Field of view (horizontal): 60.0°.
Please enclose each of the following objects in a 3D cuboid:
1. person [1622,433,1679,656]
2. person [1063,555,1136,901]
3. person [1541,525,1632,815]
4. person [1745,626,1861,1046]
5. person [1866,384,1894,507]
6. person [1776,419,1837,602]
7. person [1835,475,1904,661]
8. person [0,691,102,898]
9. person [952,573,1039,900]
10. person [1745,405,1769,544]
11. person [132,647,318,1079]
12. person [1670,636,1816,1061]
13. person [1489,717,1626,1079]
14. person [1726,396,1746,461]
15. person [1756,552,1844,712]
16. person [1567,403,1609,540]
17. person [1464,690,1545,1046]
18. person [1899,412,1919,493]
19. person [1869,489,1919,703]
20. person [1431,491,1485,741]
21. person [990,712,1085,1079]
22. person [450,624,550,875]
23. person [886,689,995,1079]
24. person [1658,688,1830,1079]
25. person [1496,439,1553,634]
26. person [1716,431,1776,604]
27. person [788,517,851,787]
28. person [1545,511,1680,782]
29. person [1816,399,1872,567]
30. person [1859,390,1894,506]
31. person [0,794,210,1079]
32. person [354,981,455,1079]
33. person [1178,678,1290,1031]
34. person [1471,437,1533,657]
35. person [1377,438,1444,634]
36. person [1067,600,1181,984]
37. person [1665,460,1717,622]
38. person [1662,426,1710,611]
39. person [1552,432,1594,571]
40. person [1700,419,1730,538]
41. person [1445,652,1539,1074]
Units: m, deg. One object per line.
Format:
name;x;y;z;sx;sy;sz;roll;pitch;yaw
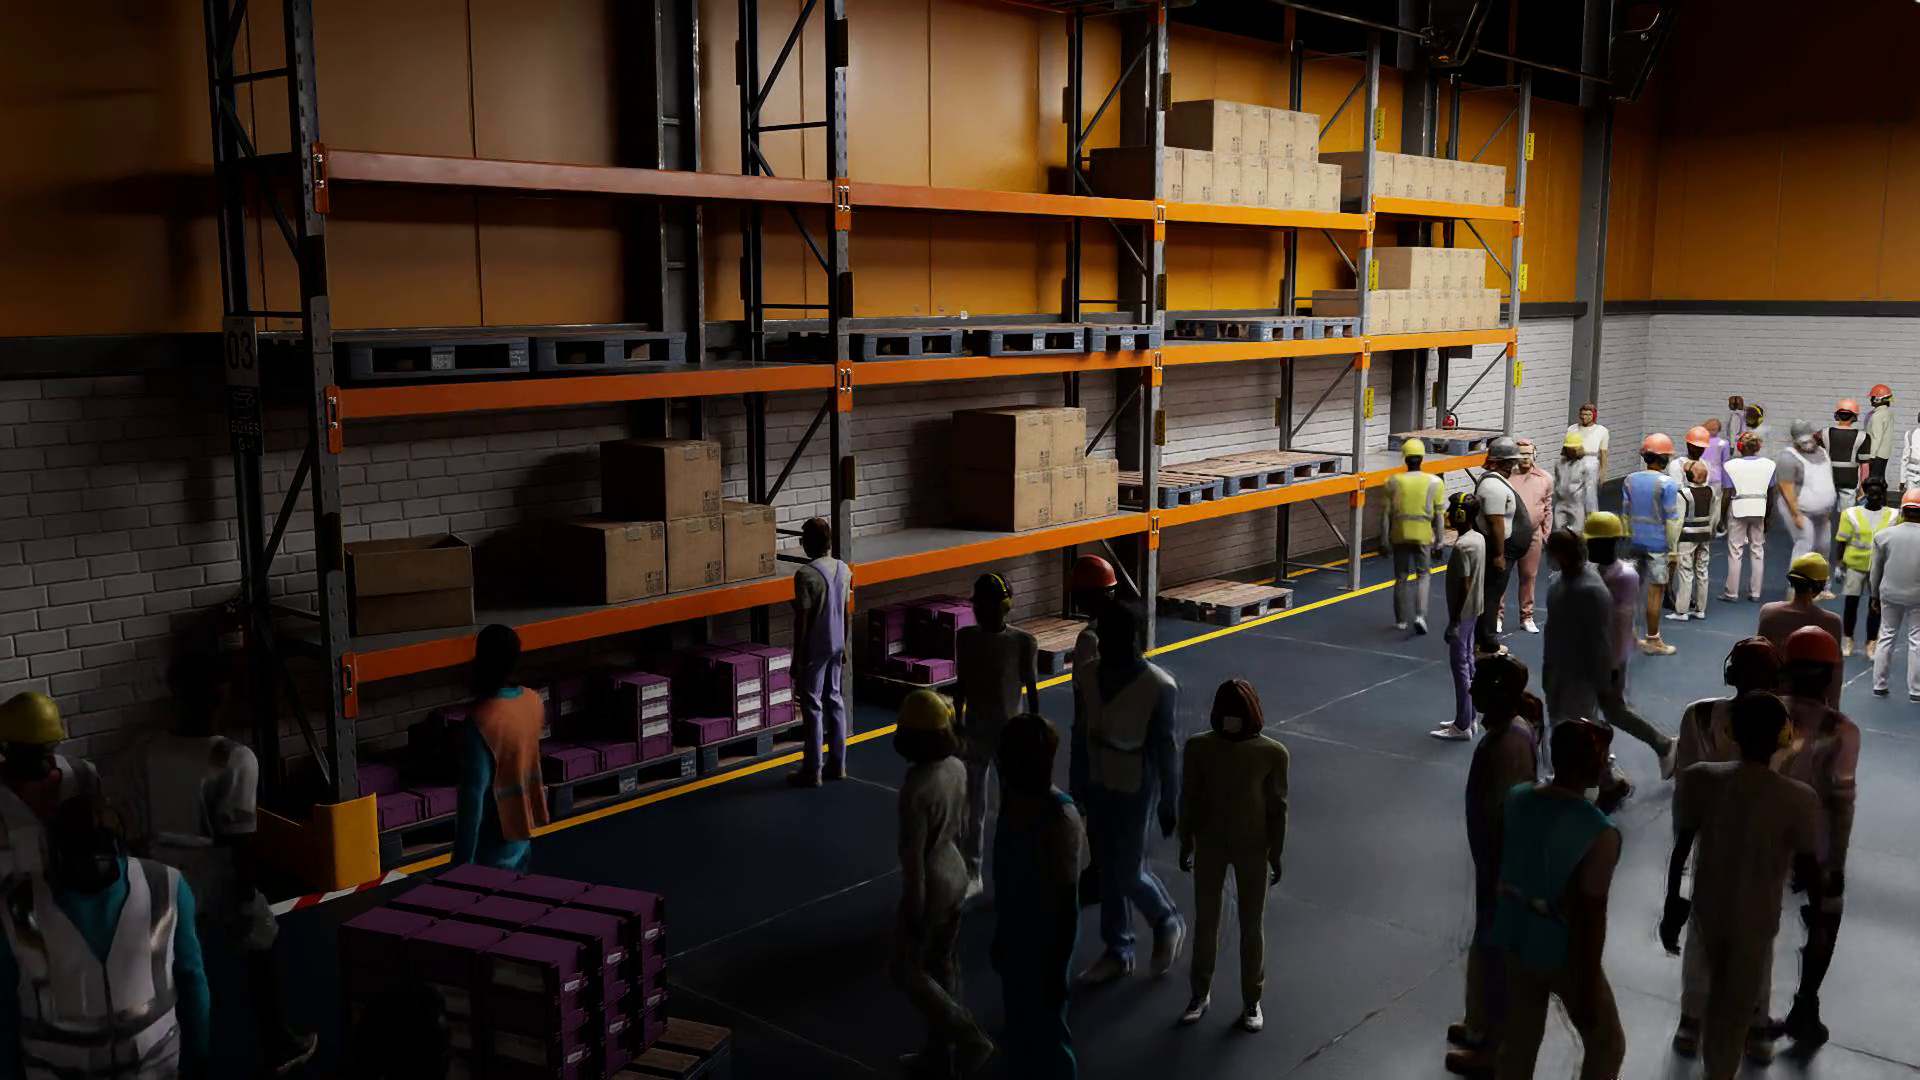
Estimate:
person;6.364;0.039;15.309;0.366;2.047;0.607;-4;10;-24
person;0.754;1.039;9.249;0.386;1.929;0.543;5;10;31
person;3.902;0.854;10.479;0.522;1.915;0.684;-1;9;-7
person;3.738;1.330;7.442;0.559;1.900;0.552;-7;11;-38
person;12.918;-1.198;23.447;0.386;1.992;0.624;8;12;43
person;9.109;-0.351;17.841;0.758;2.000;0.547;-4;10;-26
person;8.235;0.250;15.085;0.541;1.698;0.318;3;9;21
person;-3.675;1.492;6.652;0.403;1.825;0.592;7;11;38
person;0.184;1.095;9.090;0.521;1.864;0.334;4;10;24
person;10.416;-0.852;21.777;0.347;1.832;0.672;6;11;34
person;-3.093;1.389;6.970;0.630;1.932;0.886;2;9;14
person;3.451;1.353;7.360;0.575;1.883;0.355;3;9;21
person;2.321;1.552;6.278;0.725;1.818;0.580;-4;10;-23
person;12.307;-1.471;26.395;0.318;1.630;0.513;6;11;33
person;5.200;0.952;10.321;0.320;1.767;0.534;-7;11;-37
person;8.285;-0.895;22.014;0.394;1.836;0.561;-8;12;-42
person;2.441;1.461;7.463;0.281;1.631;0.507;3;9;18
person;12.150;-0.753;20.958;0.353;1.880;0.576;-7;11;-36
person;7.770;0.450;13.637;0.350;1.743;0.568;-8;12;-43
person;3.750;0.568;12.466;0.312;1.869;0.535;5;10;30
person;0.276;1.544;6.270;0.340;1.839;0.505;-4;10;-25
person;-2.063;1.339;7.479;0.363;1.884;0.713;2;9;10
person;-0.082;1.485;7.022;0.463;1.731;0.489;5;10;30
person;3.125;1.496;6.584;0.754;1.834;0.525;-7;11;-40
person;5.461;-0.034;16.228;0.638;1.910;0.407;0;9;3
person;8.366;-0.234;17.707;0.563;1.847;0.388;0;9;0
person;-0.953;0.760;11.346;0.349;1.836;0.517;7;11;37
person;4.457;0.741;11.269;0.791;1.902;0.584;-1;9;-6
person;10.607;-0.686;20.052;0.613;2.031;0.403;5;10;31
person;13.126;-1.225;23.854;0.383;1.924;0.589;6;11;35
person;-2.802;1.686;5.446;0.632;1.818;0.837;-7;11;-36
person;-1.360;1.939;4.252;0.640;1.676;0.543;-1;9;-6
person;1.248;1.433;7.645;0.497;1.633;0.285;3;9;16
person;4.907;0.075;15.096;0.537;2.000;0.675;2;9;12
person;4.387;-0.034;16.229;0.627;1.928;0.474;2;9;14
person;0.794;1.224;8.133;0.435;1.900;0.612;-7;11;-39
person;7.396;0.009;16.798;0.514;1.644;0.307;-4;10;-23
person;7.626;-0.225;17.379;0.542;1.931;0.376;-4;10;-24
person;7.079;-0.394;19.149;0.567;1.730;0.491;-7;11;-38
person;9.989;-0.807;22.142;0.534;1.621;0.560;9;12;44
person;2.321;1.392;7.225;0.332;1.844;0.516;3;9;20
